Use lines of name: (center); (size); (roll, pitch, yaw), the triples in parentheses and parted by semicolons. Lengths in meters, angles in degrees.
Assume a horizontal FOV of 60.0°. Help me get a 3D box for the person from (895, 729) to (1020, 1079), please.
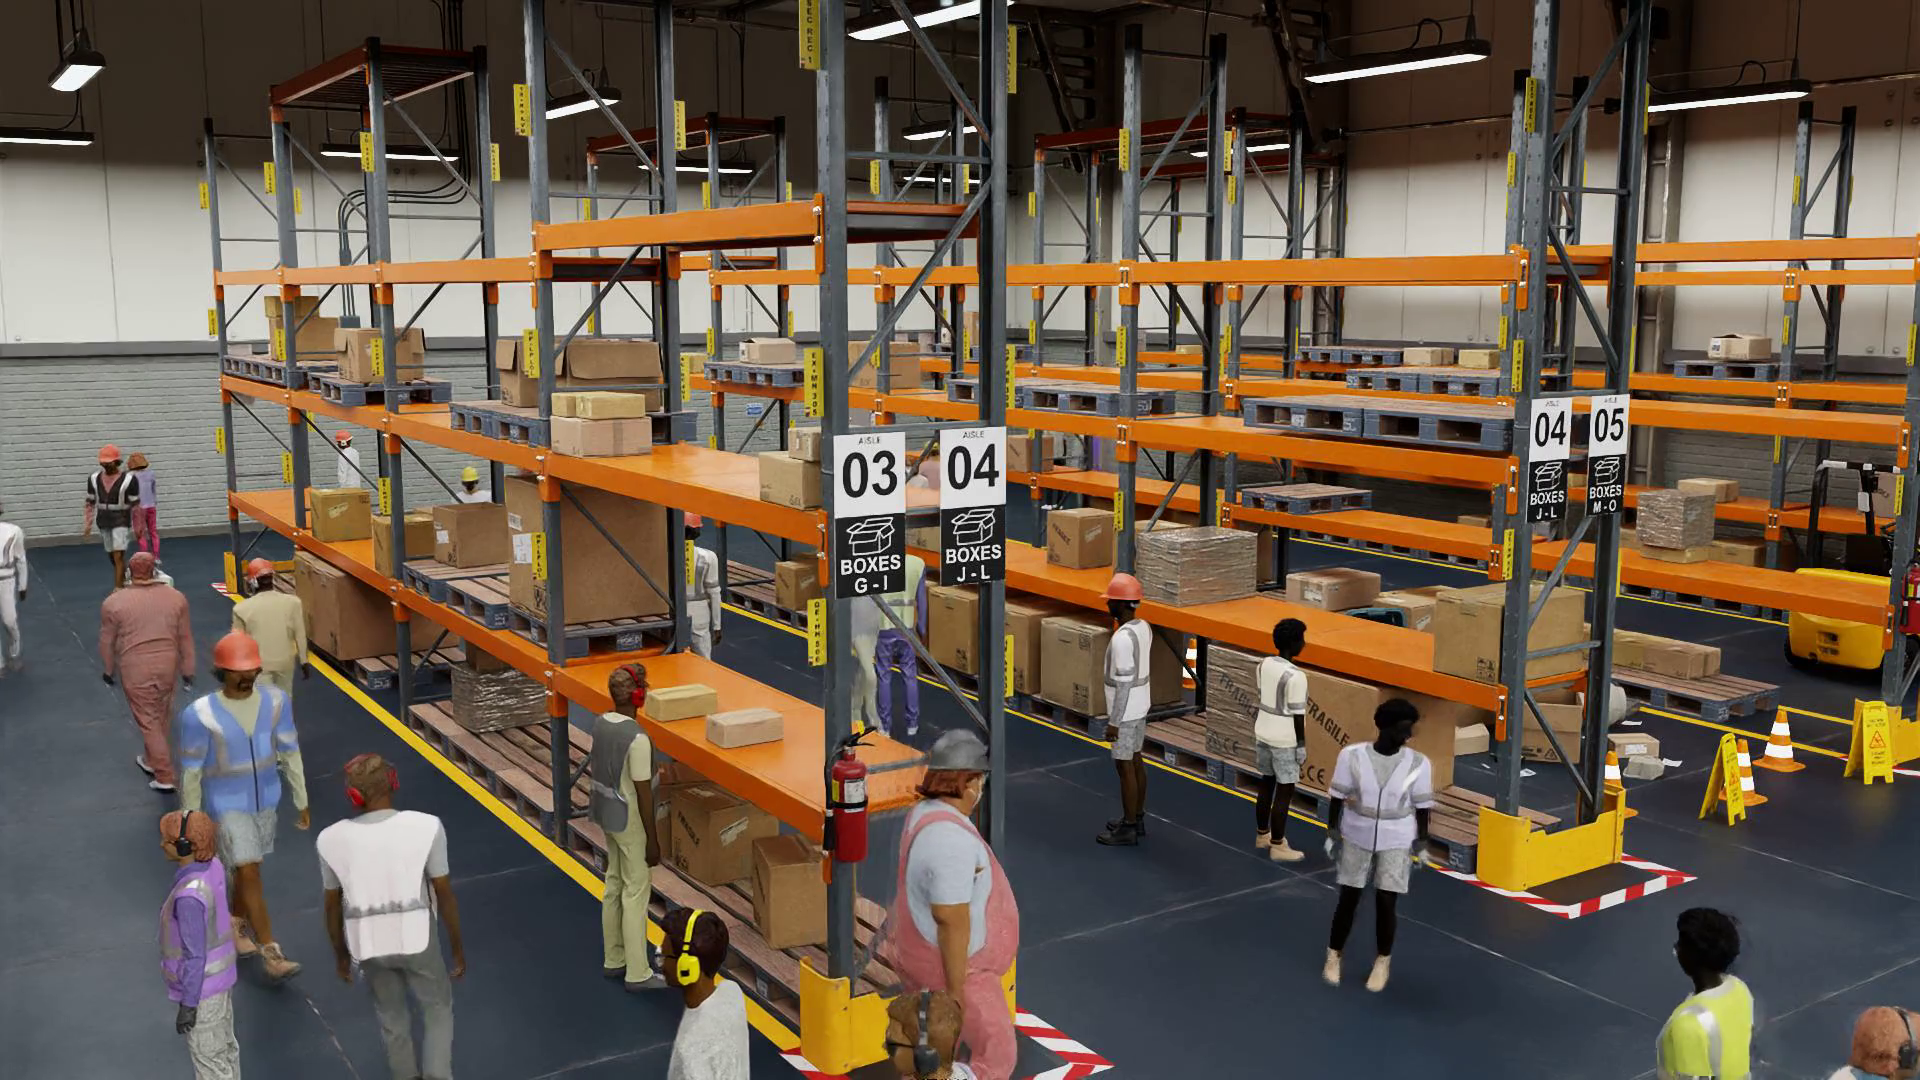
person: (0.007, 1.812, 7.295); (0.590, 2.000, 0.714); (-2, 9, -13)

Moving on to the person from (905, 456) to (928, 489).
person: (-0.681, -0.348, 23.027); (0.503, 1.631, 0.283); (0, 9, -3)

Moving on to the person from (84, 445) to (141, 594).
person: (-10.625, -0.202, 20.883); (0.624, 2.006, 0.928); (0, 9, -2)

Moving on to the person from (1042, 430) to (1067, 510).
person: (1.673, -1.462, 29.718); (0.525, 1.864, 0.344); (-6, 10, -33)

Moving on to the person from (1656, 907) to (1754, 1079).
person: (2.735, 2.166, 6.268); (0.535, 1.625, 0.936); (-7, 11, -38)

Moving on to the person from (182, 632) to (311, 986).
person: (-4.035, 1.507, 9.495); (1.030, 1.984, 0.630); (7, 11, 41)

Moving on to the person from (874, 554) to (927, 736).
person: (-0.576, 0.777, 14.596); (0.597, 1.916, 0.370); (-2, 9, -15)

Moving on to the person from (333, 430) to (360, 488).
person: (-9.579, -0.849, 26.007); (0.349, 1.743, 0.563); (0, 9, 2)

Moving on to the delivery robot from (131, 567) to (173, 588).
delivery robot: (-9.956, 0.523, 20.490); (0.477, 0.478, 0.707); (-7, 11, -39)

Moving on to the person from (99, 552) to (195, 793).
person: (-6.460, 1.021, 13.153); (0.941, 1.855, 0.631); (8, 12, 42)

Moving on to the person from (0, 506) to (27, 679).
person: (-9.729, 0.479, 16.731); (0.584, 1.867, 0.408); (-3, 9, -20)

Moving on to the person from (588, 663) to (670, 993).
person: (-1.864, 1.605, 9.312); (0.376, 1.845, 0.571); (-6, 11, -37)

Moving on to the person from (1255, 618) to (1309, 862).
person: (2.211, 1.367, 11.431); (0.320, 1.687, 0.537); (-3, 9, -19)

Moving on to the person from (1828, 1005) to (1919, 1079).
person: (2.836, 2.309, 5.441); (0.602, 1.602, 0.553); (1, 9, 5)

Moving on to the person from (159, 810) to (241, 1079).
person: (-3.383, 1.994, 7.414); (0.310, 1.642, 0.514); (-2, 9, -15)

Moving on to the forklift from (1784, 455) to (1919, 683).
forklift: (9.643, 0.253, 17.172); (2.313, 2.155, 1.214); (-6, 10, -33)

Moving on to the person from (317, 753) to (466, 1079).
person: (-2.590, 1.875, 7.623); (0.604, 1.817, 0.434); (-2, 9, -11)

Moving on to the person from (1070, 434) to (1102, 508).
person: (2.010, -1.138, 27.688); (0.739, 1.810, 0.646); (6, 11, 36)

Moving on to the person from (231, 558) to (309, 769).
person: (-5.758, 0.993, 13.829); (0.576, 1.700, 0.879); (-6, 10, -34)

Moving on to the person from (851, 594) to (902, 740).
person: (-0.724, 0.848, 14.371); (0.823, 1.836, 0.573); (8, 12, 43)

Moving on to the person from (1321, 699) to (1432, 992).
person: (2.316, 1.695, 9.290); (0.599, 1.669, 0.423); (2, 9, 16)

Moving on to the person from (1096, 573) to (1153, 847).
person: (1.154, 1.194, 11.749); (0.360, 1.939, 0.543); (3, 9, 22)

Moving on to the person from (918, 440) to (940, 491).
person: (-0.437, -0.573, 24.170); (0.543, 1.735, 0.539); (-3, 9, -17)

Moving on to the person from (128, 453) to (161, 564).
person: (-11.593, -0.427, 23.592); (0.280, 1.625, 0.493); (3, 9, 21)

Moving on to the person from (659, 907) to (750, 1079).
person: (-0.863, 2.147, 5.634); (0.331, 1.872, 0.513); (1, 9, 7)

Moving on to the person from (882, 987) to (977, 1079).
person: (-0.074, 2.244, 5.115); (0.680, 1.829, 0.533); (2, 9, 13)

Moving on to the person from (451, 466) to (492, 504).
person: (-6.056, -0.063, 20.751); (0.541, 1.748, 0.619); (-2, 9, -15)
